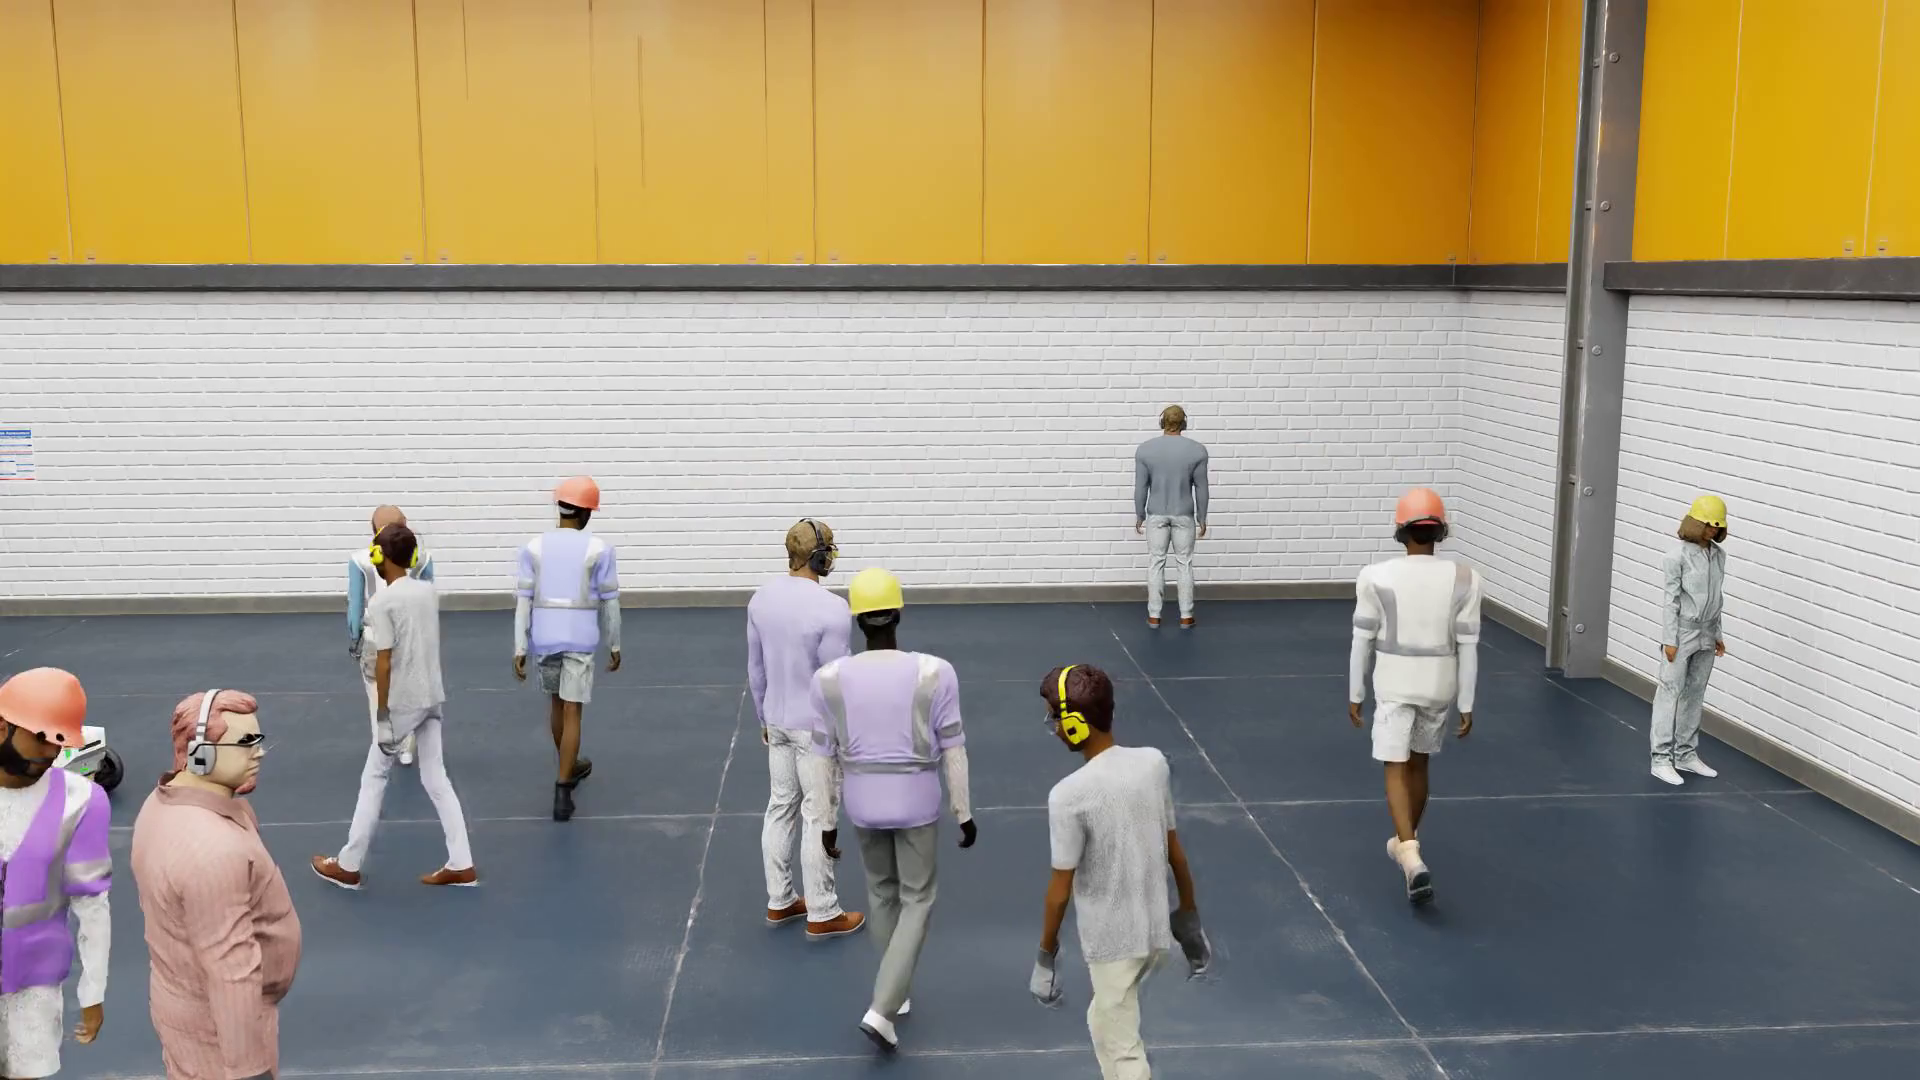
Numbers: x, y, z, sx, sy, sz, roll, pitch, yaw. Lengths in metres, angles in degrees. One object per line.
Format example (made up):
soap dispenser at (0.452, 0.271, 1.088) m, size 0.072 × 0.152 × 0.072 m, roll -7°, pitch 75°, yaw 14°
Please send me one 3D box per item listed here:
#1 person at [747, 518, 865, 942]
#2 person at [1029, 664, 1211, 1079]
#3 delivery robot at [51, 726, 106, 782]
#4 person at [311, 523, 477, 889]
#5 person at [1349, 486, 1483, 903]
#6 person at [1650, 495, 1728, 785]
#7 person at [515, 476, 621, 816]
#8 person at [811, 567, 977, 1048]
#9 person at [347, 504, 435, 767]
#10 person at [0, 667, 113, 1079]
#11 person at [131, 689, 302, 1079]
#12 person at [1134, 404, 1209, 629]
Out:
person at (-0.708, 0.860, 7.637) m, size 0.635 × 1.937 × 0.354 m, roll 8°, pitch 12°, yaw 42°
person at (0.469, 1.281, 5.329) m, size 0.601 × 1.828 × 0.716 m, roll -9°, pitch 12°, yaw -43°
delivery robot at (-5.317, 1.193, 9.584) m, size 0.707 × 0.478 × 0.477 m, roll 2°, pitch 9°, yaw 12°
person at (-2.805, 0.829, 8.237) m, size 0.871 × 1.818 × 0.551 m, roll 3°, pitch 10°, yaw 20°
person at (2.242, 0.747, 8.172) m, size 0.611 × 2.012 × 0.953 m, roll 1°, pitch 9°, yaw 5°
person at (4.409, 0.590, 9.971) m, size 0.483 × 1.735 × 0.311 m, roll -5°, pitch 10°, yaw -28°
person at (-2.238, 0.581, 9.540) m, size 0.567 × 1.877 × 0.930 m, roll 0°, pitch 9°, yaw 3°
person at (-0.267, 1.049, 6.565) m, size 0.635 × 1.902 × 0.757 m, roll 2°, pitch 9°, yaw 10°
person at (-3.515, 0.586, 10.321) m, size 0.546 × 1.620 × 0.463 m, roll -4°, pitch 10°, yaw -25°
person at (-2.867, 1.312, 4.994) m, size 0.629 × 1.880 × 0.477 m, roll -6°, pitch 11°, yaw -32°
person at (-2.046, 1.351, 4.666) m, size 0.400 × 1.903 × 0.645 m, roll -7°, pitch 11°, yaw -37°
person at (1.813, -0.199, 14.283) m, size 0.635 × 1.937 × 0.352 m, roll 1°, pitch 9°, yaw 9°
